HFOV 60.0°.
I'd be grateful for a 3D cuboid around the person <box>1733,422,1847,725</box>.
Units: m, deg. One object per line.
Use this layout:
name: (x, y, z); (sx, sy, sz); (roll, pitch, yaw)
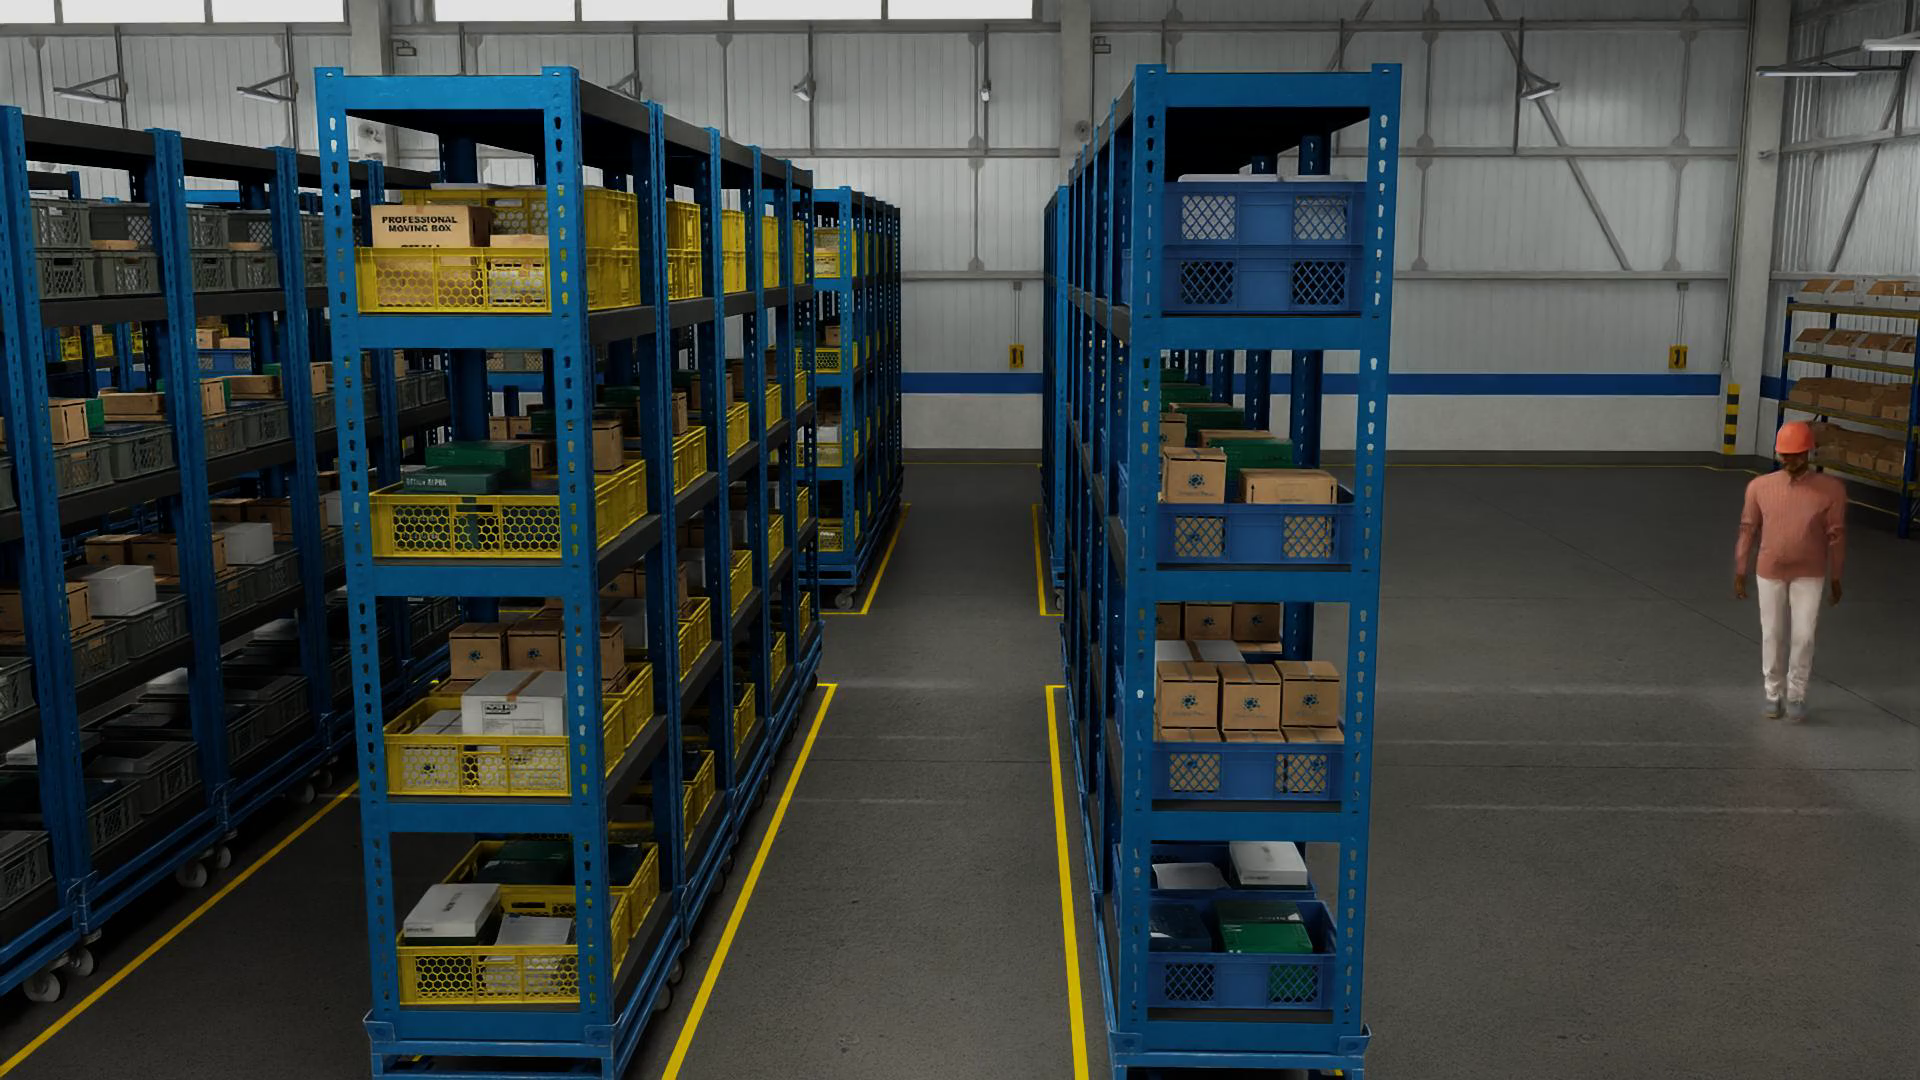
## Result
person: (5.355, 0.217, 10.783); (0.652, 1.971, 0.599); (6, 12, 33)
